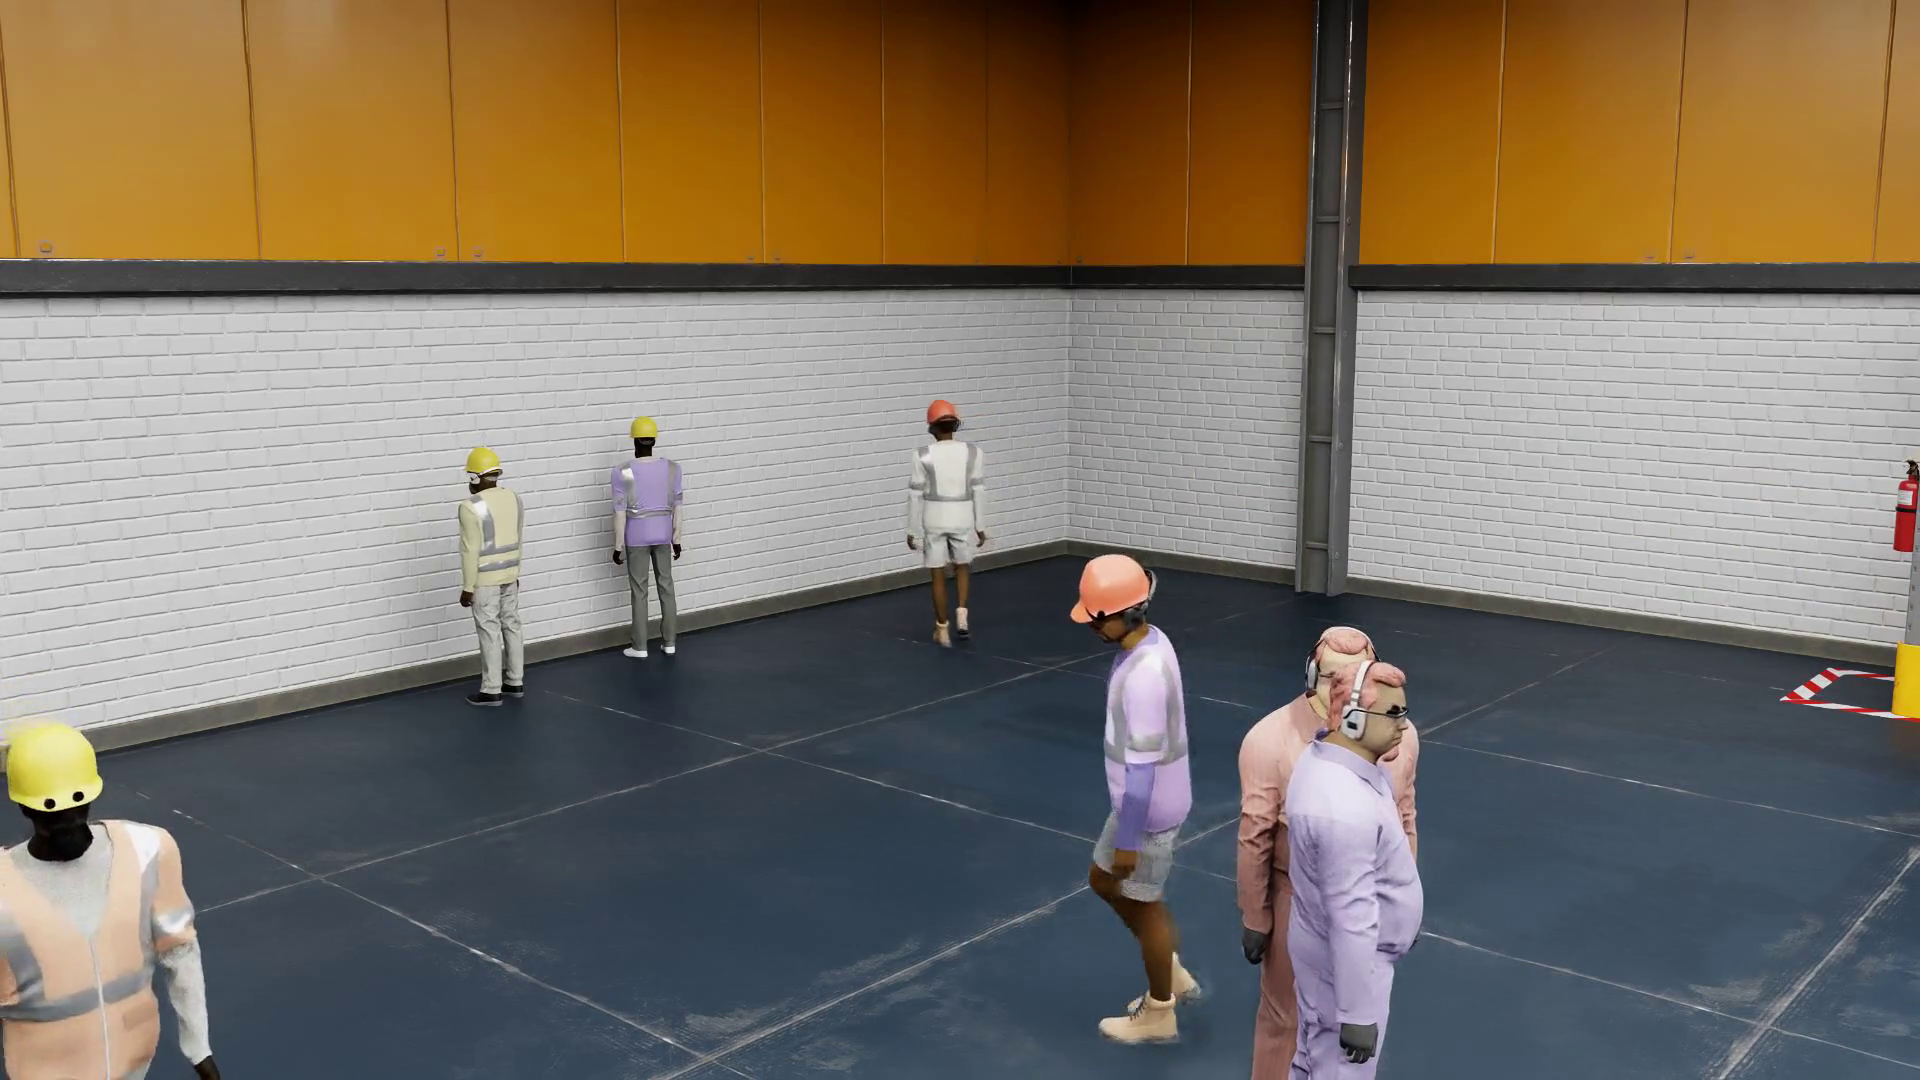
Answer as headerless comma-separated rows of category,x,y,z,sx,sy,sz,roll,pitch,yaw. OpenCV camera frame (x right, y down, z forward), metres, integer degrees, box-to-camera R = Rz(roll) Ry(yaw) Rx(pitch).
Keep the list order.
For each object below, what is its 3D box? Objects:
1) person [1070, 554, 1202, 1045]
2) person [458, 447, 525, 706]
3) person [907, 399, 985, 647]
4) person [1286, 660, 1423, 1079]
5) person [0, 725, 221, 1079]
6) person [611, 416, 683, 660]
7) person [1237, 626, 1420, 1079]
person,0.661,1.021,6.430,0.491,1.997,0.706,1,9,5
person,-3.326,0.256,11.758,0.404,1.835,0.590,4,10,25
person,-0.124,-0.130,13.548,0.646,2.031,0.405,-2,9,-14
person,1.183,1.294,5.018,0.403,1.904,0.652,1,9,5
person,-2.414,1.391,4.563,1.037,1.872,0.587,7,12,39
person,-2.479,-0.017,13.178,0.588,1.927,0.371,-6,11,-32
person,1.233,1.218,5.496,0.651,1.904,0.402,-2,9,-15
